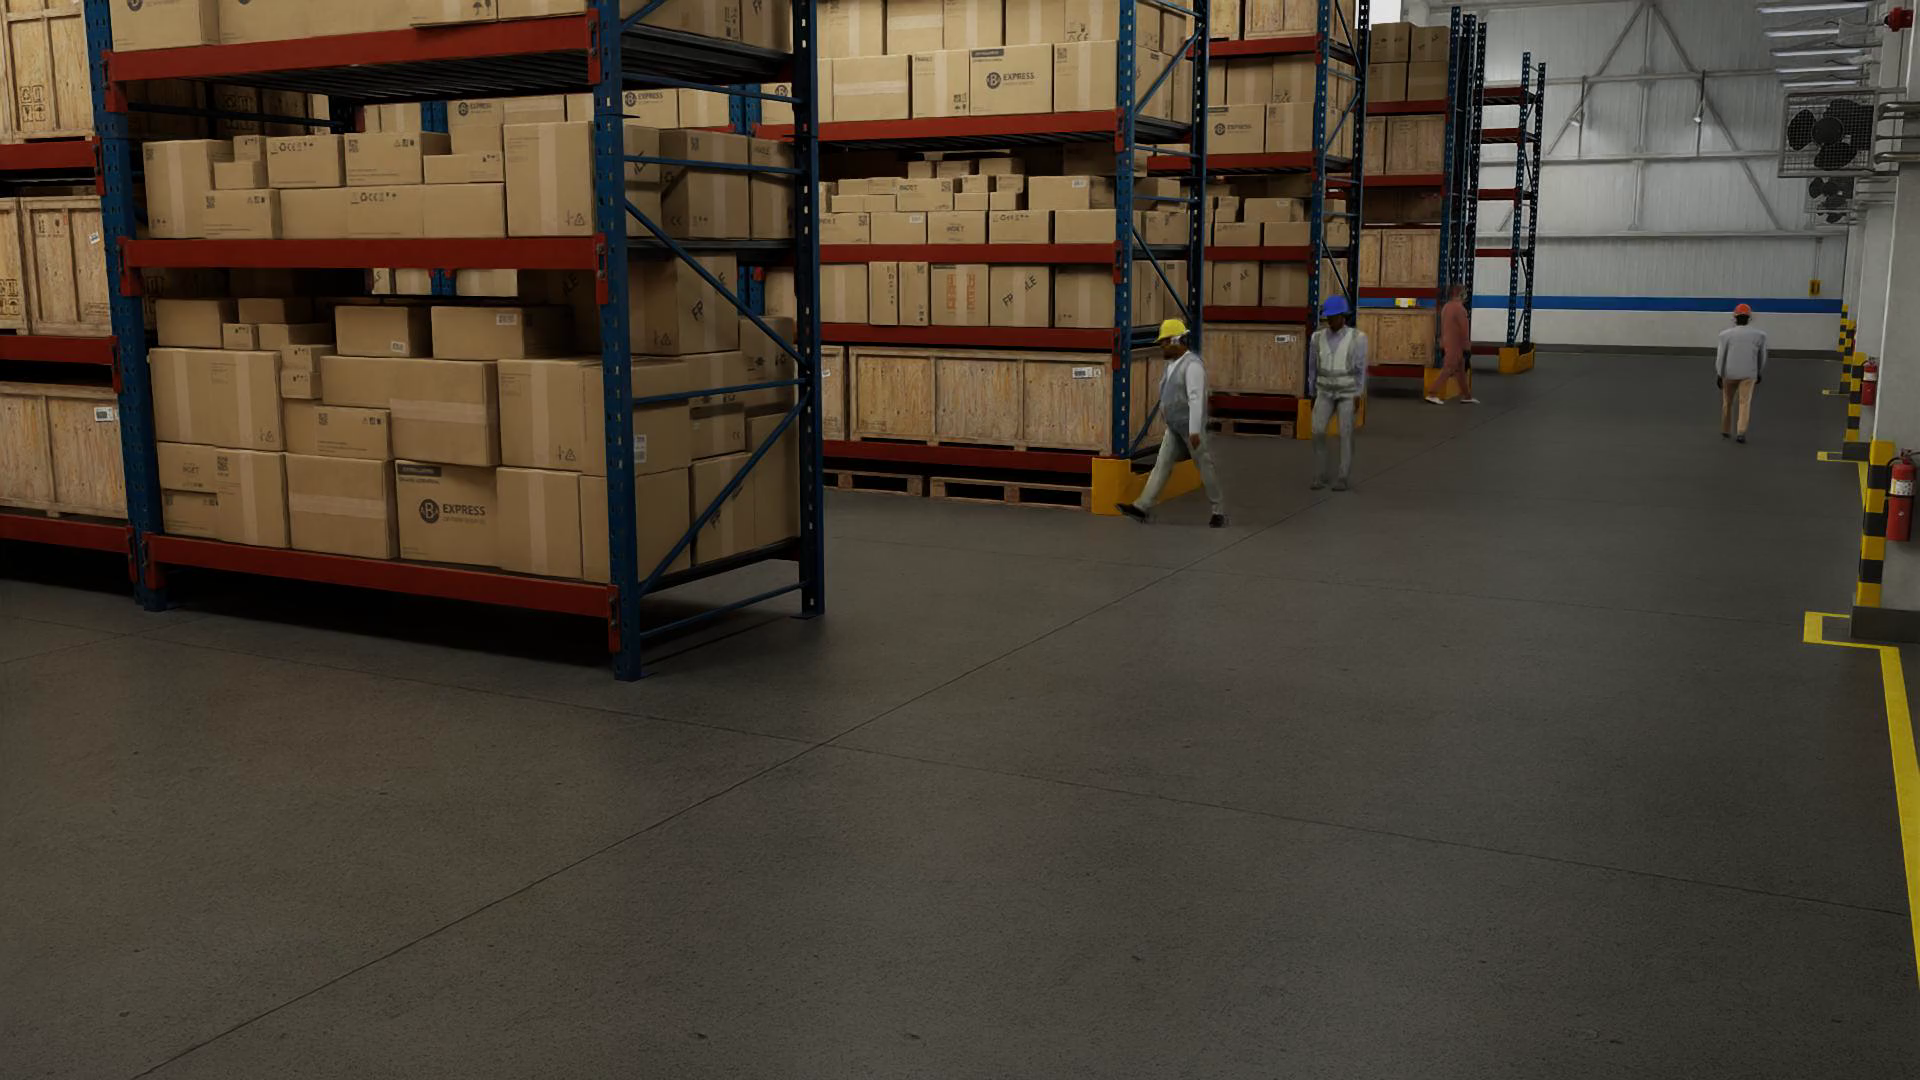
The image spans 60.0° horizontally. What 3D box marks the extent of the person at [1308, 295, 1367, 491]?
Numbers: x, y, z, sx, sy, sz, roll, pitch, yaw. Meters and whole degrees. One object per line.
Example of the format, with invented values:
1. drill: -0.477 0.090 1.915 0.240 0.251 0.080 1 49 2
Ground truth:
1. person: 3.656 -1.420 16.221 0.624 1.922 0.584 6 11 30

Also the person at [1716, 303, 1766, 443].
1. person: 9.674 -2.071 20.617 0.559 1.717 0.862 4 11 23

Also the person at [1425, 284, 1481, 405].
1. person: 7.624 -2.996 25.634 0.983 1.871 0.652 -1 10 -4

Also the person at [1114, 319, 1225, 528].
1. person: 1.854 -0.980 14.136 0.934 1.761 0.658 -3 10 -18
